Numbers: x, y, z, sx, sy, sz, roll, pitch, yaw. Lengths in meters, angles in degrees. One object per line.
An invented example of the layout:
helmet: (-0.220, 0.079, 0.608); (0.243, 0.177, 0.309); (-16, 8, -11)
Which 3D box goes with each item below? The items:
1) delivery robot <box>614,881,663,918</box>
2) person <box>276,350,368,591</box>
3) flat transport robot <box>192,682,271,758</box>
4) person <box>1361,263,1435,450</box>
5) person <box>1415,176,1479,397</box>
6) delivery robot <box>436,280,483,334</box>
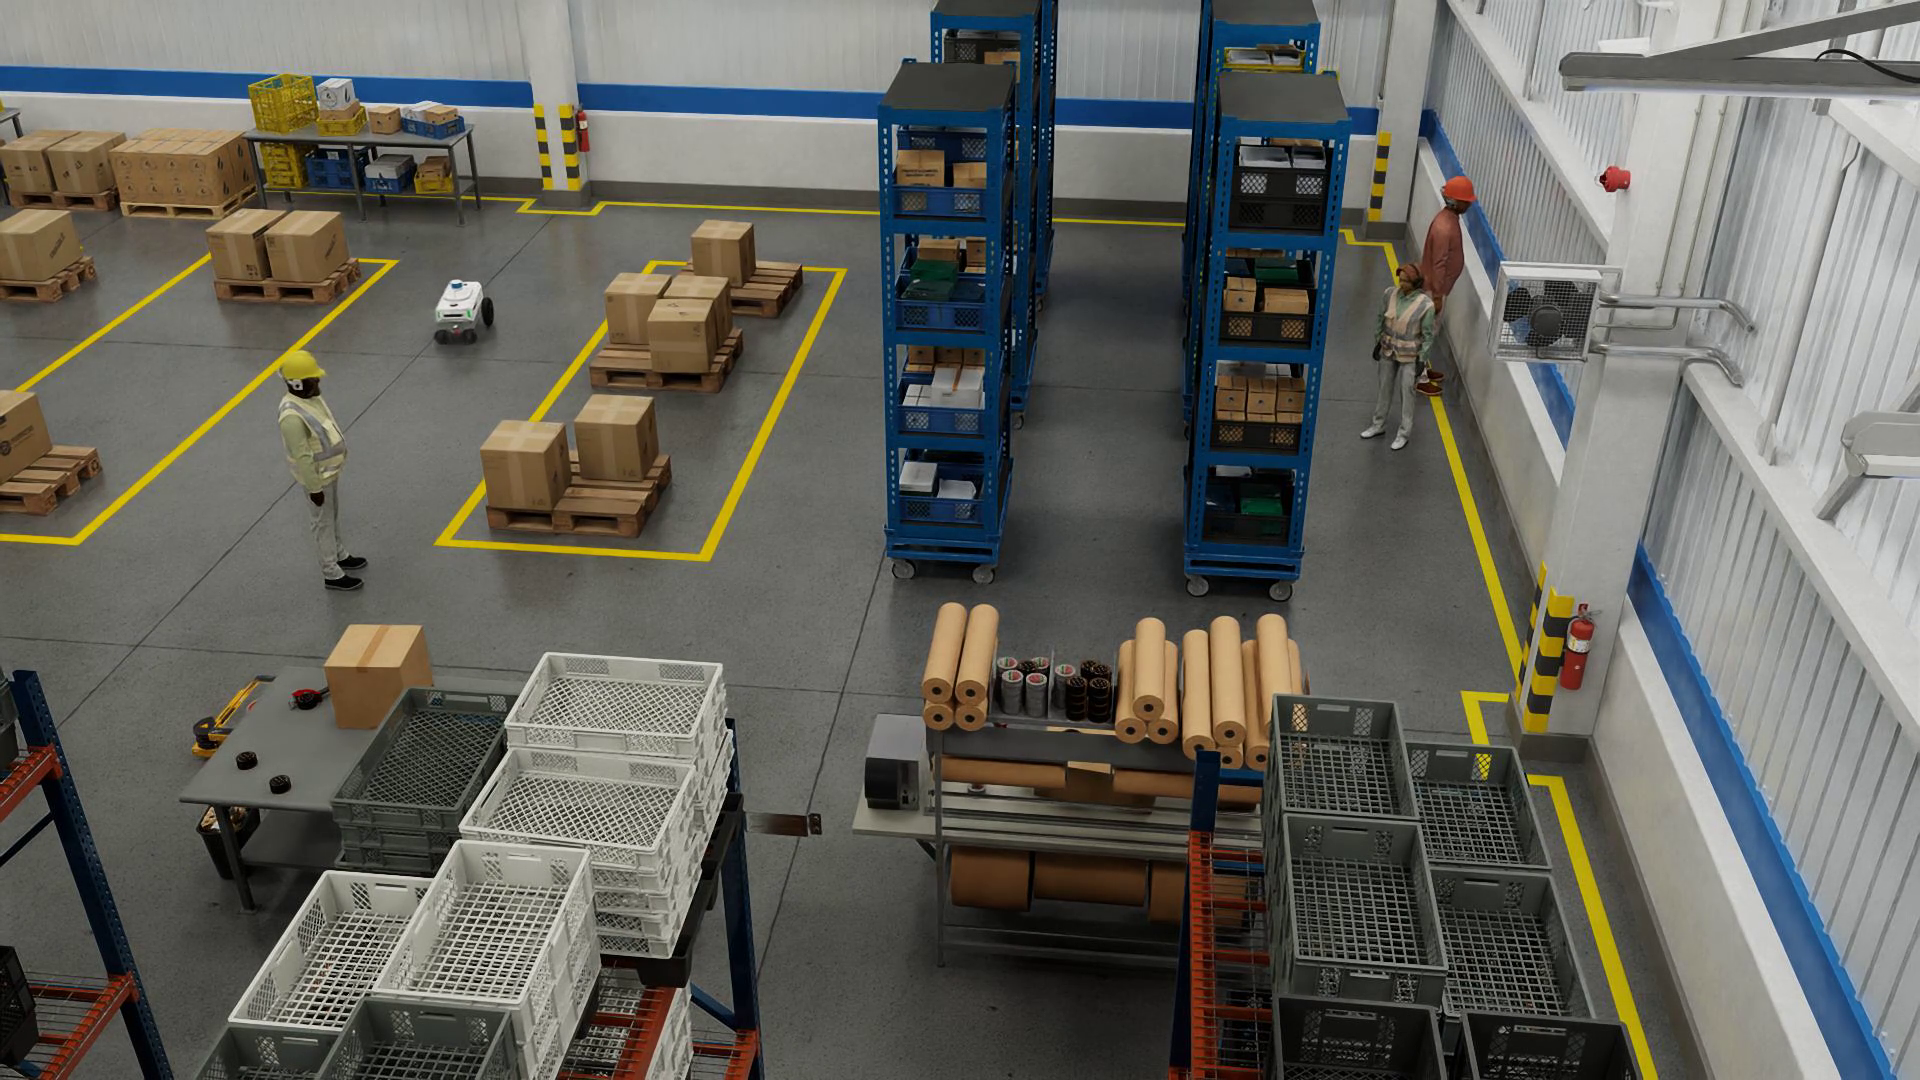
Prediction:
delivery robot: (-1.773, 1.820, 9.151); (0.477, 0.478, 0.707); (-7, 31, -12)
person: (-4.606, -0.510, 11.980); (0.404, 1.834, 0.589); (-5, 31, -8)
flat transport robot: (-4.089, 1.163, 10.648); (1.431, 0.197, 0.652); (3, 30, 6)
person: (3.698, -1.554, 13.965); (0.311, 1.636, 0.523); (-24, 38, -35)
person: (4.306, -2.284, 14.868); (0.396, 1.992, 0.622); (10, 32, 16)
delivery robot: (-4.879, -2.295, 16.218); (0.477, 0.478, 0.707); (-3, 30, -4)
